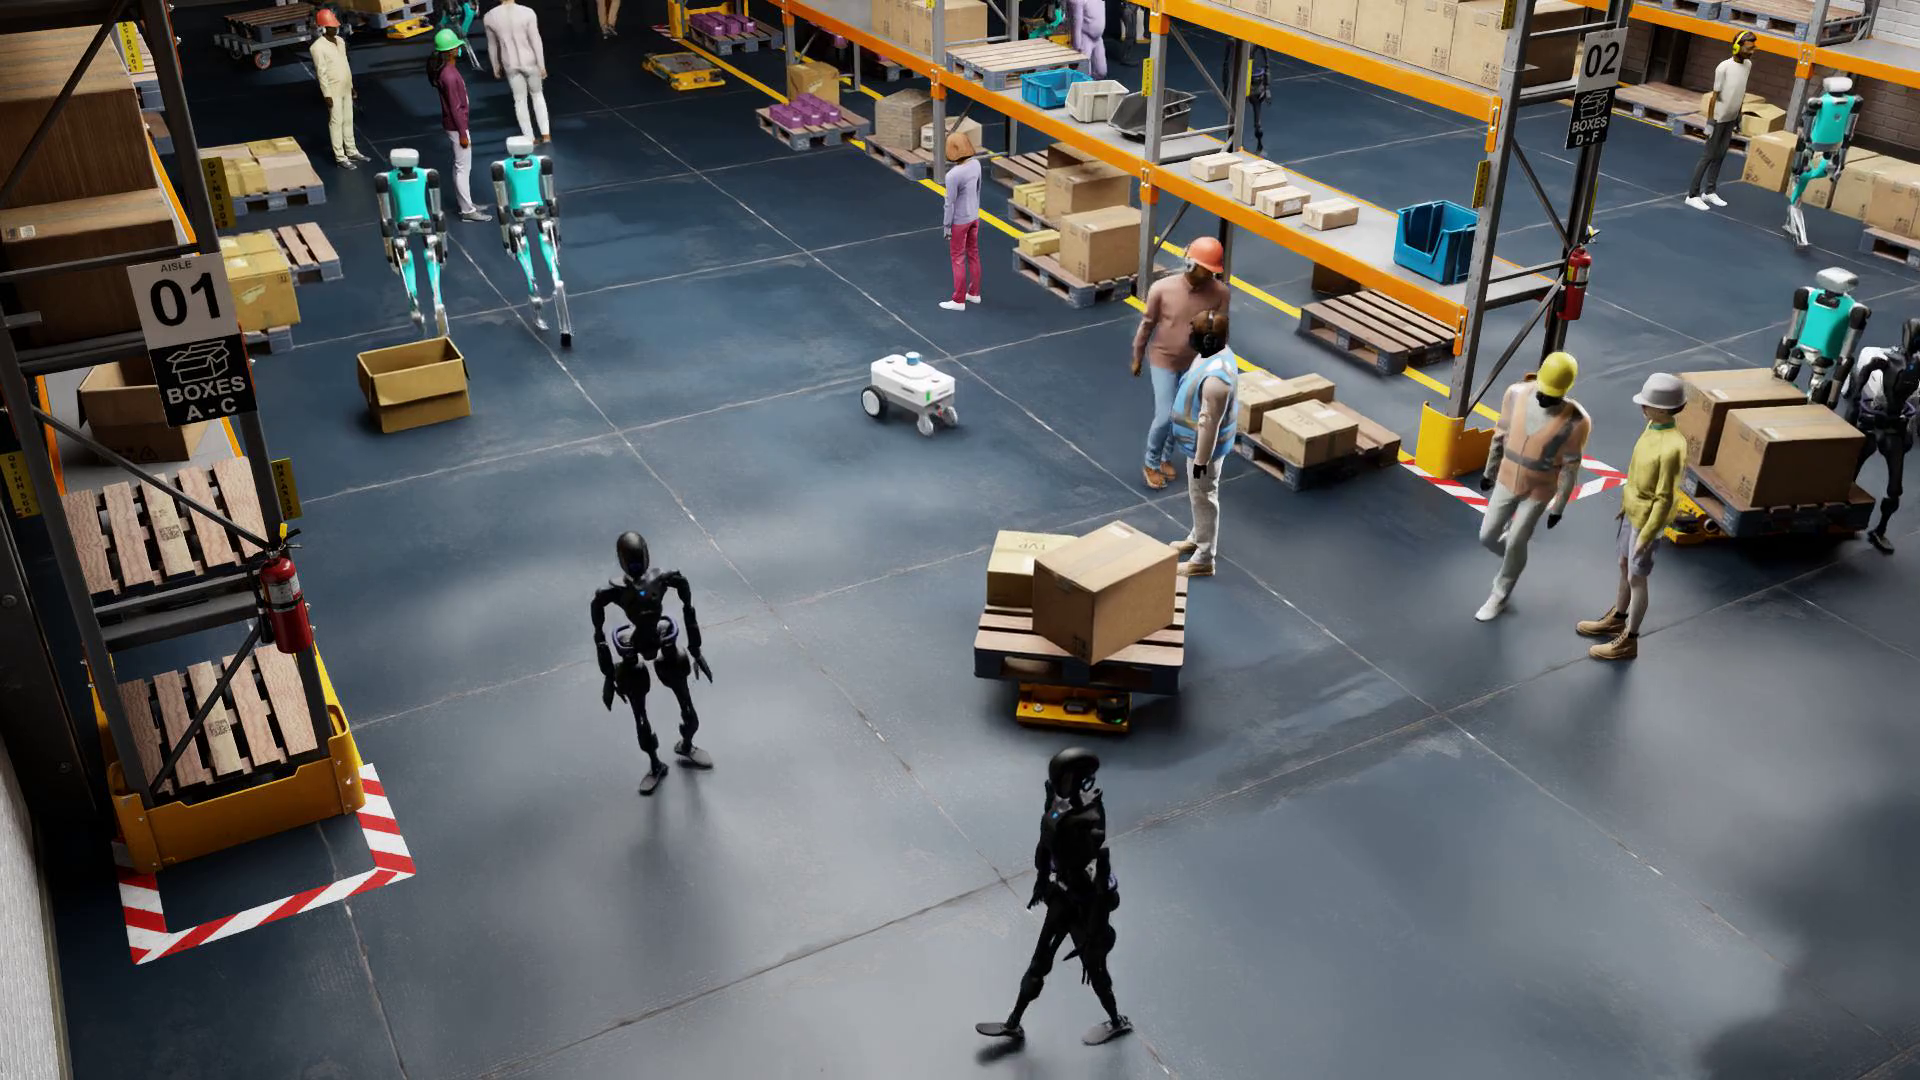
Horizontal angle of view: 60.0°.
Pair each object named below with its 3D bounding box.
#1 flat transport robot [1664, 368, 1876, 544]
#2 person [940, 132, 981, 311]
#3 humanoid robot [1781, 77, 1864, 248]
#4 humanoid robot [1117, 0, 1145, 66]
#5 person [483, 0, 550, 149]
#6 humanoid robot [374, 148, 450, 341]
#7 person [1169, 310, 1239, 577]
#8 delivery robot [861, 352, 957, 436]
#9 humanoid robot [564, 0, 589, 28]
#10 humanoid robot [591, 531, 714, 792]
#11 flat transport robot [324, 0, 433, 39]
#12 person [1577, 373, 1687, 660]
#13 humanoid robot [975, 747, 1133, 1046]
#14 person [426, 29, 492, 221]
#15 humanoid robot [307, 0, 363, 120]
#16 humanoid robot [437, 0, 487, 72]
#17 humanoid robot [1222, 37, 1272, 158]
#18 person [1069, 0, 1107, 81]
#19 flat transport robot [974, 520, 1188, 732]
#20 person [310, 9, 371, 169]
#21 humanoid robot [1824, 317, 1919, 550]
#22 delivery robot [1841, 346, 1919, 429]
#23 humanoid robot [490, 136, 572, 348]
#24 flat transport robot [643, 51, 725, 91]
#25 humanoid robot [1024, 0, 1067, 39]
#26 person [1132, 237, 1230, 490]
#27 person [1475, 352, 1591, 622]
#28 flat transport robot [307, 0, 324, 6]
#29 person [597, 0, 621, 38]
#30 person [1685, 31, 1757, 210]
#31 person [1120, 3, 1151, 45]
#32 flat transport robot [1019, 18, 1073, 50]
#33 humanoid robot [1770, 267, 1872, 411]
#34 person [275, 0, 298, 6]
[{"bbox_3d":[5.619,-0.246,11.838,1.431,0.231,0.659,-4,30,-6],"label":"flat transport robot"},{"bbox_3d":[0.013,-2.881,15.061,0.288,1.629,0.498,20,35,30],"label":"person"},{"bbox_3d":[8.408,-3.744,16.431,0.558,1.732,0.965,-1,30,-2],"label":"humanoid robot"},{"bbox_3d":[2.352,-7.389,22.864,0.326,1.651,0.601,15,33,24],"label":"humanoid robot"},{"bbox_3d":[-5.160,-5.524,19.387,0.669,1.904,0.487,-2,30,-3],"label":"person"},{"bbox_3d":[-4.519,-2.303,14.023,0.553,1.856,0.862,-13,32,-21],"label":"humanoid robot"},{"bbox_3d":[1.595,-0.641,10.961,0.429,1.837,0.627,3,30,5],"label":"person"},{"bbox_3d":[-0.390,-1.203,13.221,0.499,0.599,0.784,-26,39,-38],"label":"delivery robot"},{"bbox_3d":[-5.787,-8.539,24.891,0.596,1.639,0.614,-4,30,-7],"label":"humanoid robot"},{"bbox_3d":[-1.651,0.626,8.904,0.596,1.641,0.404,-12,32,-21],"label":"humanoid robot"},{"bbox_3d":[-8.653,-7.685,24.788,1.431,0.231,0.659,12,32,20],"label":"flat transport robot"},{"bbox_3d":[4.115,-0.137,10.029,0.397,1.885,0.471,2,30,4],"label":"person"},{"bbox_3d":[0.457,1.606,7.225,0.722,1.634,0.599,-13,32,-21],"label":"humanoid robot"},{"bbox_3d":[-5.191,-4.266,17.147,0.417,1.955,0.493,-11,32,-18],"label":"person"},{"bbox_3d":[-7.703,-6.040,20.534,0.671,1.632,0.588,12,32,21],"label":"humanoid robot"},{"bbox_3d":[-6.931,-7.296,22.678,1.011,1.774,0.528,21,36,32],"label":"humanoid robot"},{"bbox_3d":[3.307,-5.200,19.049,0.619,1.634,0.447,15,33,24],"label":"humanoid robot"},{"bbox_3d":[1.568,-6.154,20.501,0.475,1.893,0.647,21,36,32],"label":"person"},{"bbox_3d":[0.761,0.677,10.232,0.659,0.231,1.431,5,30,8],"label":"flat transport robot"},{"bbox_3d":[-7.021,-5.101,18.799,0.324,1.751,0.558,7,31,11],"label":"person"},{"bbox_3d":[6.282,-0.740,11.302,0.608,1.656,0.485,2,30,4],"label":"humanoid robot"},{"bbox_3d":[7.434,-1.260,13.308,0.499,0.587,0.769,6,30,11],"label":"delivery robot"},{"bbox_3d":[-3.610,-2.511,14.319,0.532,1.767,0.946,-14,33,-23],"label":"humanoid robot"},{"bbox_3d":[-3.738,-6.337,22.440,0.659,0.231,1.431,-15,33,-24],"label":"flat transport robot"},{"bbox_3d":[1.117,-6.990,22.139,0.781,1.811,0.534,13,32,22],"label":"humanoid robot"},{"bbox_3d":[1.591,-1.279,11.955,0.637,1.941,0.617,-7,31,-13],"label":"person"},{"bbox_3d":[3.546,-0.346,10.386,0.520,1.890,0.640,-24,37,-35],"label":"person"},{"bbox_3d":[-9.557,-8.266,25.799,0.659,0.231,1.431,-23,37,-34],"label":"flat transport robot"},{"bbox_3d":[-5.174,-8.207,24.223,0.567,1.733,0.377,5,30,9],"label":"person"},{"bbox_3d":[8.047,-4.418,17.507,0.510,1.861,0.320,-17,34,-26],"label":"person"},{"bbox_3d":[2.530,-8.102,23.882,0.561,1.898,0.351,22,36,33],"label":"person"},{"bbox_3d":[1.401,-7.375,24.248,0.659,0.231,1.431,-9,31,-15],"label":"flat transport robot"},{"bbox_3d":[5.836,-0.990,11.699,0.663,1.830,0.530,-18,35,-29],"label":"humanoid robot"},{"bbox_3d":[-10.106,-8.612,24.825,0.429,1.844,0.624,10,31,17],"label":"person"}]
